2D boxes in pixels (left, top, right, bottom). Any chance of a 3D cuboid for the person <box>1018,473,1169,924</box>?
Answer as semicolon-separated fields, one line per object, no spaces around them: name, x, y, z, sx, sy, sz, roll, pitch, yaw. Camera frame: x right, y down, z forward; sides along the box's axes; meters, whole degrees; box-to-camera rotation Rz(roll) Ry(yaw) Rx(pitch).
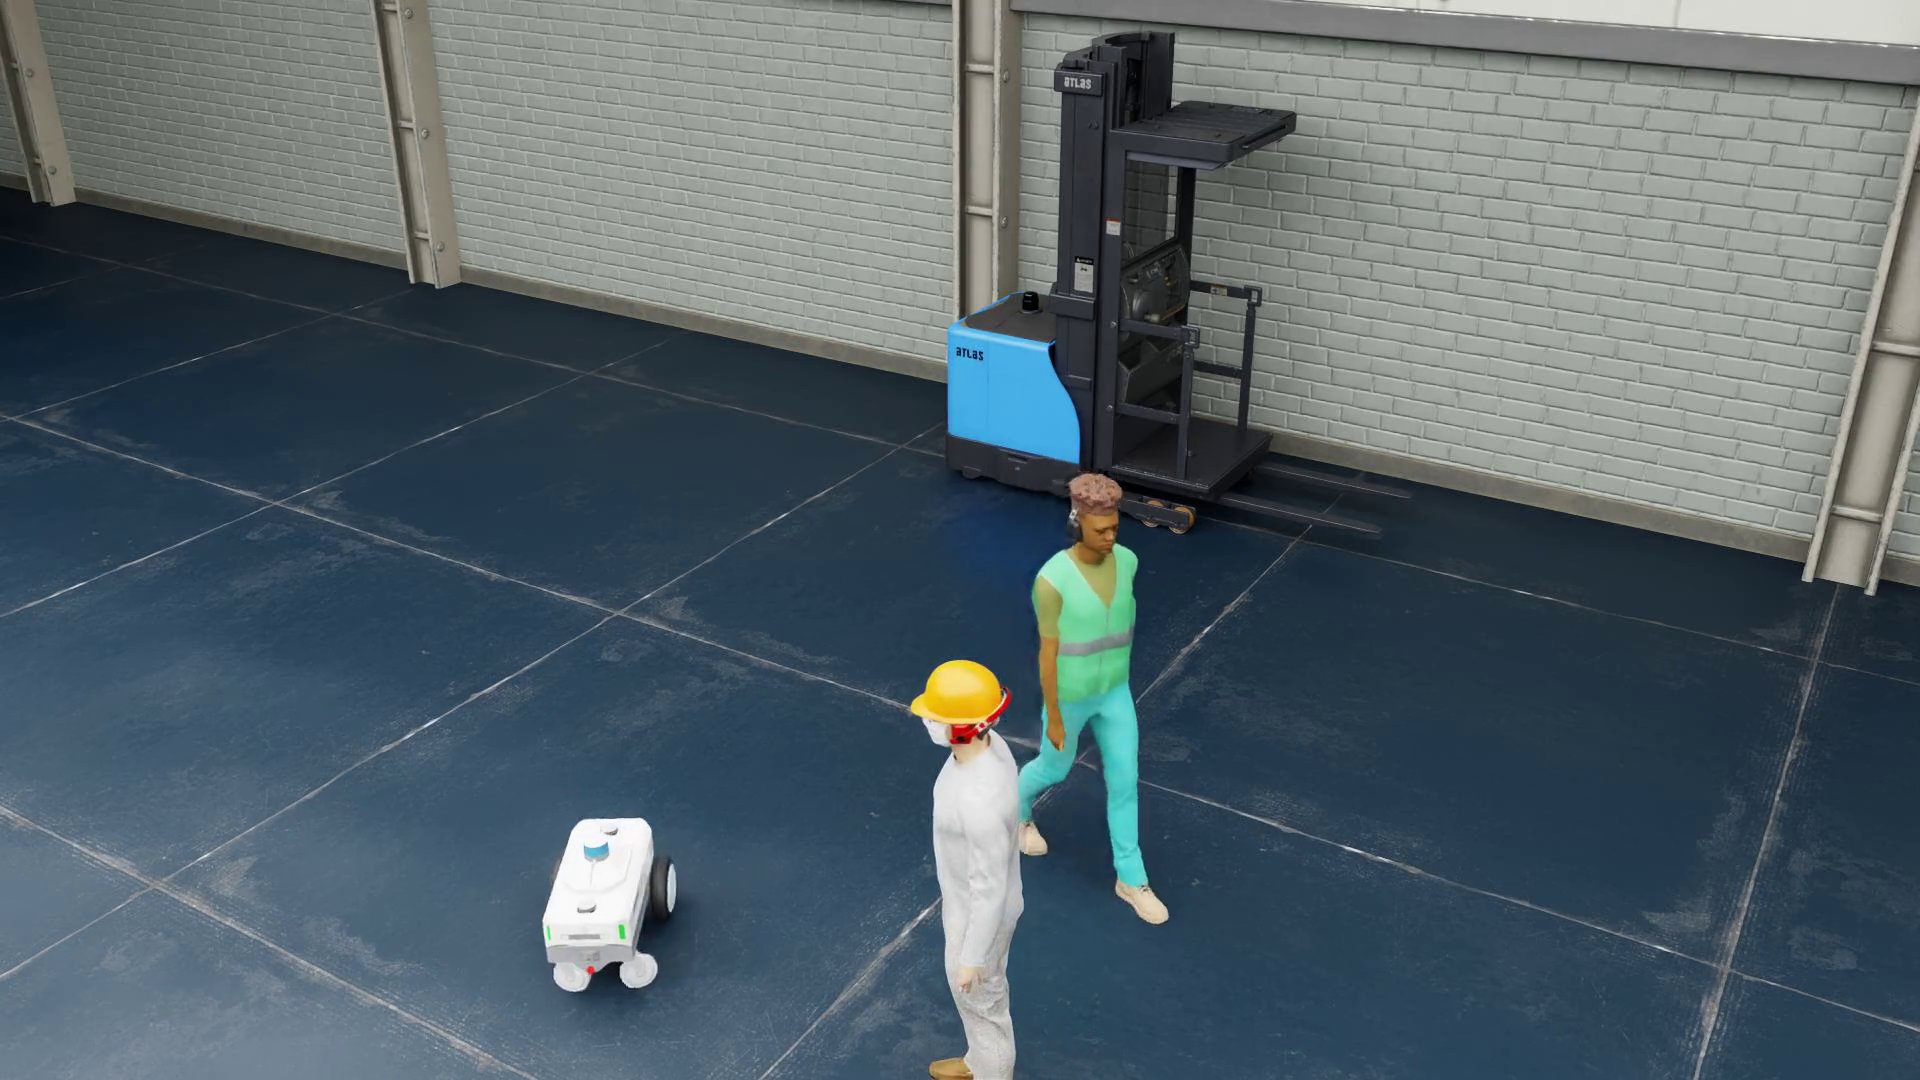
person;0.517;0.609;7.021;0.489;1.943;0.951;-14;29;-27

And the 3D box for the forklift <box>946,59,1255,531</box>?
forklift;0.933;-1.707;10.833;1.873;2.768;1.129;15;29;28

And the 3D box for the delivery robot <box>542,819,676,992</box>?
delivery robot;-1.453;1.460;6.836;0.525;0.596;0.767;0;25;-1

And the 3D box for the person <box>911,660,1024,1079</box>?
person;0.030;1.251;5.713;0.377;1.893;0.584;-1;25;-2
